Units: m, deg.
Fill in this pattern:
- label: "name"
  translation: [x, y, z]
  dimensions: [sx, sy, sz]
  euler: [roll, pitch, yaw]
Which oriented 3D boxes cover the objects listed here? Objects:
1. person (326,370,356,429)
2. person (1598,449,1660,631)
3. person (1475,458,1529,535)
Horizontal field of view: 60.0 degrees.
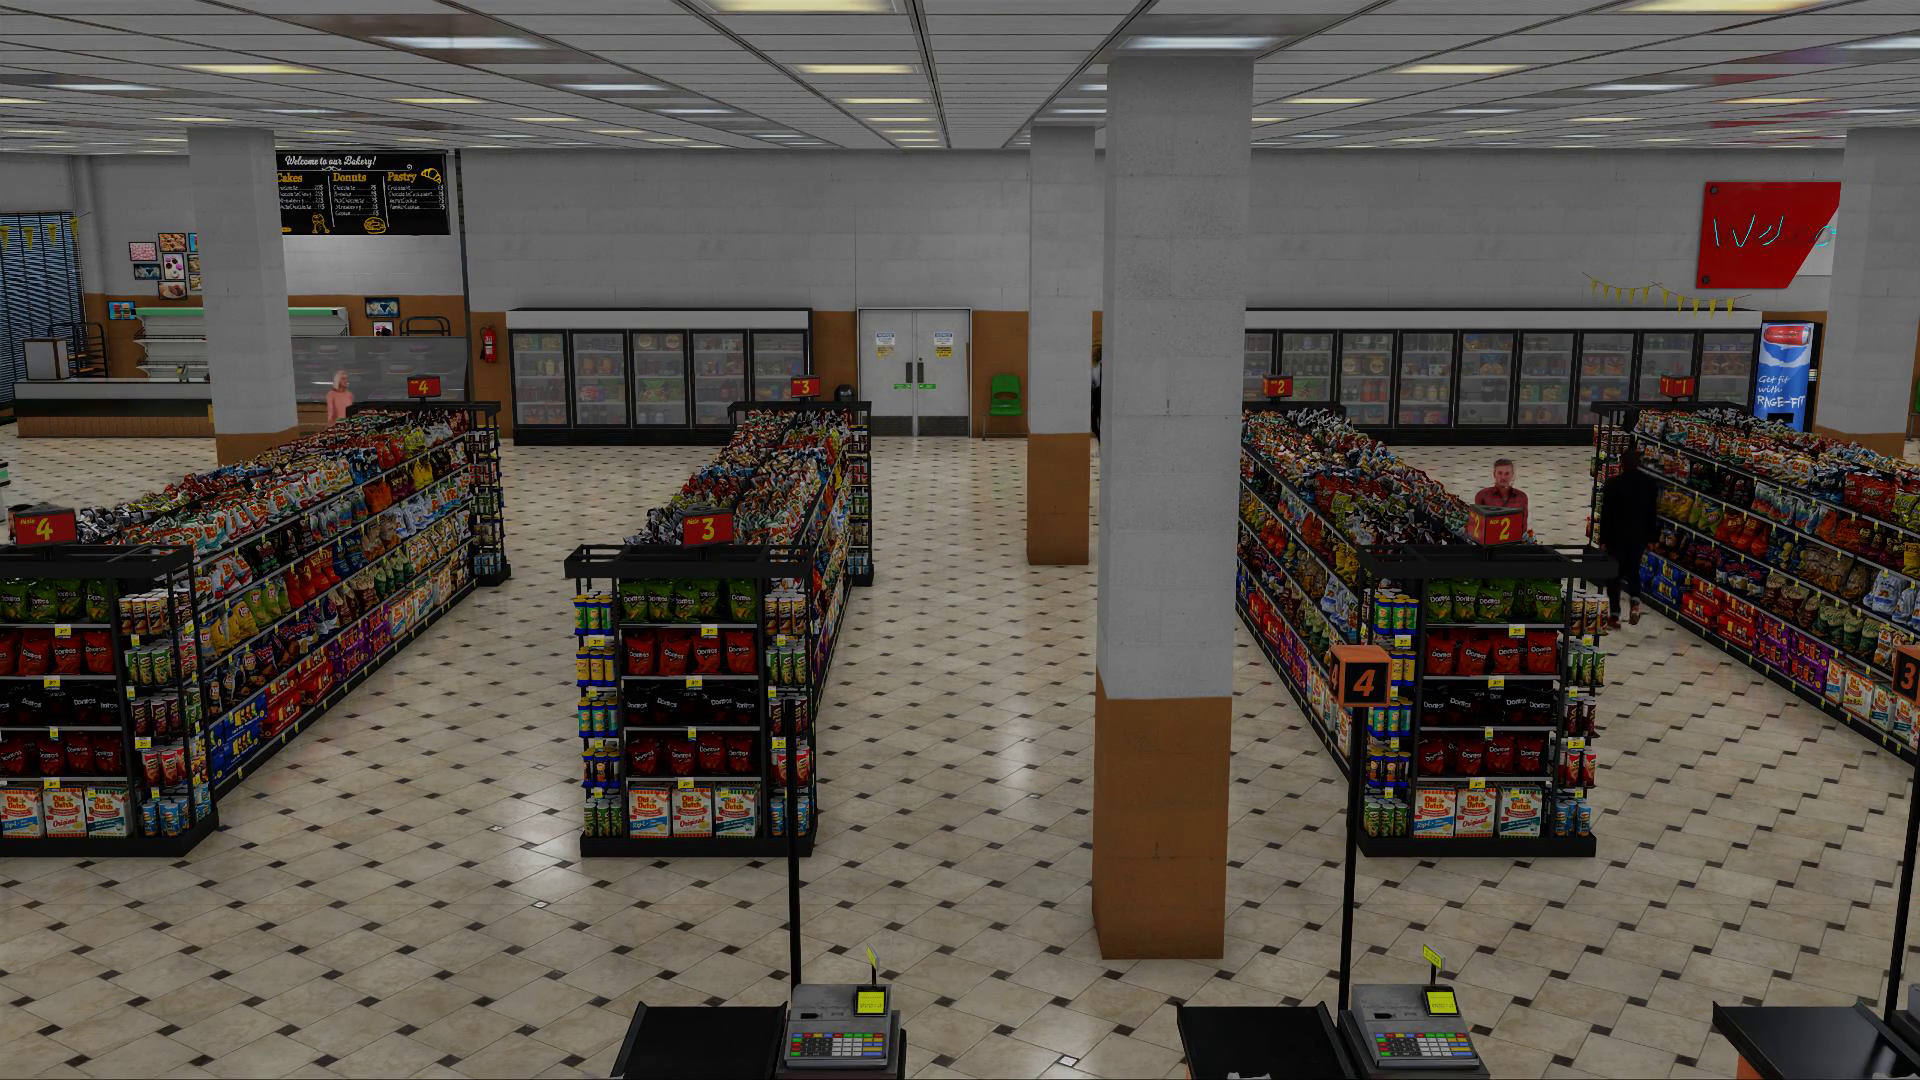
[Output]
- label: "person"
  translation: [-9.186, -1.648, 24.559]
  dimensions: [0.772, 1.715, 0.682]
  euler: [7, 14, 30]
- label: "person"
  translation: [6.613, 0.018, 16.427]
  dimensions: [0.702, 1.807, 0.702]
  euler: [0, 12, 1]
- label: "person"
  translation: [5.140, 0.120, 15.881]
  dimensions: [0.719, 1.831, 0.587]
  euler: [2, 12, 8]
